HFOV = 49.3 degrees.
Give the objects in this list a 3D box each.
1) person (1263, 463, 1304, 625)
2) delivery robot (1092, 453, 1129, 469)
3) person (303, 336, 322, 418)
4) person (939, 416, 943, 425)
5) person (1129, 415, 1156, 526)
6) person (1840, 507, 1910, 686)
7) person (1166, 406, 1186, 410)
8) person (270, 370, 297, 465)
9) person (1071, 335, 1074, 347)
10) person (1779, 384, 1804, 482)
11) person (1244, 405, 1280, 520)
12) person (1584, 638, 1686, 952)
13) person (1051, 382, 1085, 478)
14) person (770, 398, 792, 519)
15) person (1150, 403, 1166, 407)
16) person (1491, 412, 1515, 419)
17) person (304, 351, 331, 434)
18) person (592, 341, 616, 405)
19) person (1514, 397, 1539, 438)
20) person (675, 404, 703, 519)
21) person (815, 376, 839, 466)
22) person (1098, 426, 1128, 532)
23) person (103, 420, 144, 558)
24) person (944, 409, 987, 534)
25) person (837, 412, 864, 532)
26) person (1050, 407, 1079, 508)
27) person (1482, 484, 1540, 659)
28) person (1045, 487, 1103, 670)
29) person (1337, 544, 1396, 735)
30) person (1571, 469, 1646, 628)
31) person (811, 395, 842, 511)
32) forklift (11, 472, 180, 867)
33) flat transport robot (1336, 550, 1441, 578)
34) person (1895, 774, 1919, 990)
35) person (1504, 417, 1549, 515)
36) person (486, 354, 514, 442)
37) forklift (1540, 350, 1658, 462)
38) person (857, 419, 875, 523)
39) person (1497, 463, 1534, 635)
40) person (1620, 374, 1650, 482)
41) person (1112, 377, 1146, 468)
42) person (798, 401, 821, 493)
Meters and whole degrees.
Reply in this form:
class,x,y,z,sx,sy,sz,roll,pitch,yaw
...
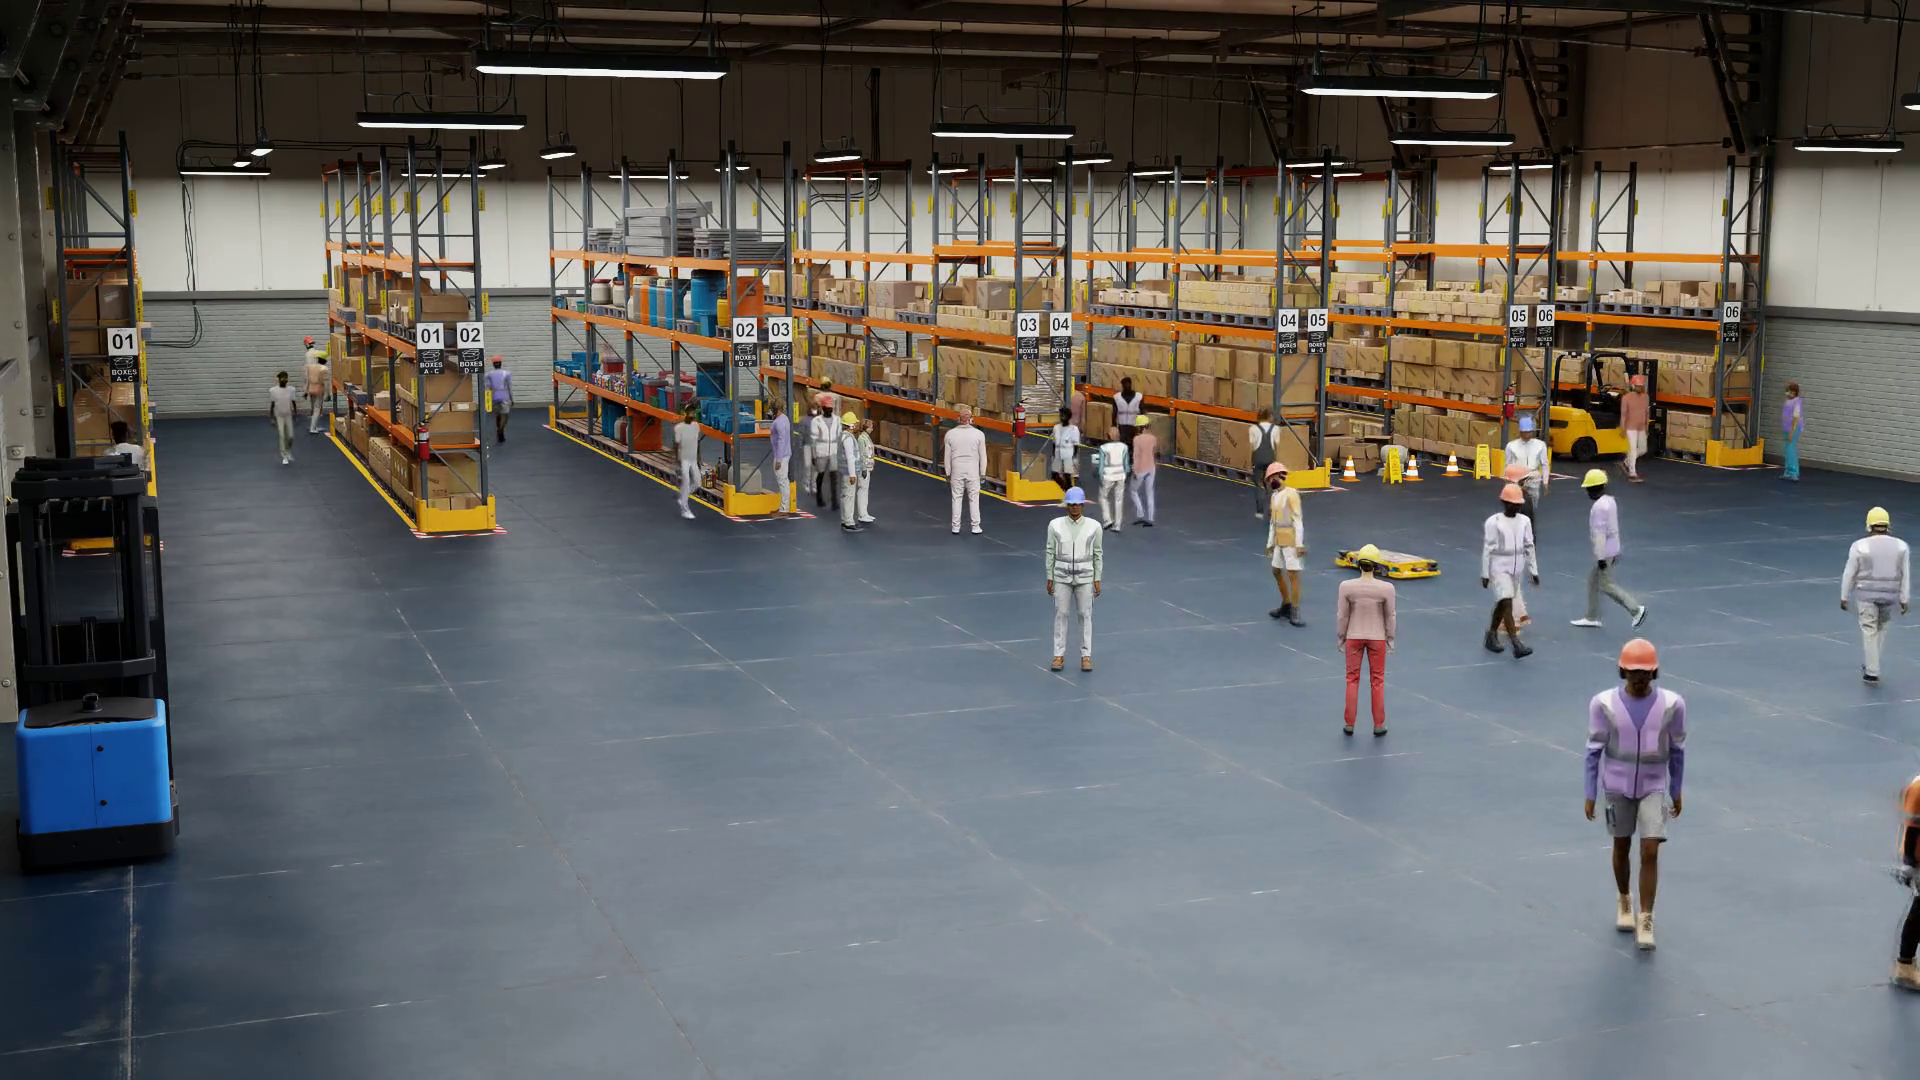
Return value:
class,x,y,z,sx,sy,sz,roll,pitch,yaw
person,3.860,0.048,24.748,0.372,1.886,0.687,-3,9,-22
delivery robot,2.805,-1.486,39.175,0.707,0.478,0.477,8,12,43
person,-15.892,-3.997,51.342,0.391,1.986,0.609,1,9,10
person,-0.548,-3.689,49.578,0.654,1.899,0.905,-4,9,-25
person,2.843,-1.078,32.608,0.541,1.749,0.449,-6,11,-36
person,9.374,0.554,21.574,0.626,1.804,0.759,0,9,0
person,5.046,-3.466,48.389,0.911,1.823,0.577,8,11,41
person,-13.339,-2.422,41.291,0.511,1.853,0.419,-4,9,-25
person,2.783,-4.210,52.643,0.577,2.021,0.635,3,9,18
person,15.290,-1.976,38.487,0.389,1.806,0.679,1,9,6
person,4.829,-1.247,33.520,0.520,1.831,0.394,-2,9,-11
person,4.390,1.647,13.641,0.630,2.000,0.953,2,9,15
person,1.998,-2.087,38.869,0.651,1.906,0.409,-3,9,-17
person,-2.891,-1.316,33.637,0.373,1.936,0.627,0,9,-2
person,4.646,-3.513,49.401,0.529,1.585,0.848,-7,11,-39
person,10.970,-2.530,42.103,0.666,1.817,0.681,-3,9,-19
person,-14.455,-3.343,47.330,0.684,1.873,0.729,4,9,25
person,-8.676,-3.966,51.460,0.740,1.885,0.637,-1,9,-8
person,11.360,-2.473,42.014,0.514,1.724,0.414,-1,9,-10
person,-4.361,-1.268,33.586,0.443,1.849,0.555,7,11,41
person,-2.608,-2.327,40.992,0.521,1.747,0.371,-3,9,-17
person,2.343,-0.930,32.101,0.532,1.629,0.370,-3,9,-21
person,-11.809,-0.717,29.549,0.444,1.960,0.626,8,11,41
person,0.087,-1.038,31.873,0.651,1.906,0.409,1,9,5
person,-1.686,-1.056,32.228,0.404,1.834,0.599,-2,9,-13
person,1.744,-1.377,34.839,0.550,1.684,0.369,7,11,41
person,6.008,0.335,22.760,0.568,1.882,0.983,-3,9,-21
person,1.204,0.401,22.132,0.606,1.951,0.382,1,9,6
person,3.744,0.916,19.309,0.533,1.767,0.312,2,9,13
person,7.556,0.115,24.273,0.794,1.889,0.595,4,9,24
person,-2.225,-1.464,34.764,0.564,1.901,0.985,-3,9,-19
forklift,-6.630,0.886,15.957,1.129,2.768,1.873,-3,9,-21
flat transport robot,5.812,0.311,28.445,0.652,0.197,1.431,-4,10,-28
person,5.985,1.954,12.651,0.557,1.672,0.656,-7,11,-41
person,8.286,-0.858,30.682,0.610,1.916,0.945,1,9,7
person,-9.992,-3.070,45.407,0.565,1.912,0.651,0,9,-1
forklift,12.897,-2.725,42.309,2.313,2.155,1.214,-3,9,-21
person,-1.507,-1.108,33.232,0.308,1.638,0.511,1,9,5
person,6.362,0.102,24.022,0.419,1.979,0.642,4,9,24
person,12.380,-2.065,38.489,0.634,1.973,0.572,-3,9,-22
person,3.202,-2.181,39.730,0.642,1.853,1.034,0,9,1
person,-2.574,-1.637,36.771,0.511,1.618,0.406,-2,9,-15
